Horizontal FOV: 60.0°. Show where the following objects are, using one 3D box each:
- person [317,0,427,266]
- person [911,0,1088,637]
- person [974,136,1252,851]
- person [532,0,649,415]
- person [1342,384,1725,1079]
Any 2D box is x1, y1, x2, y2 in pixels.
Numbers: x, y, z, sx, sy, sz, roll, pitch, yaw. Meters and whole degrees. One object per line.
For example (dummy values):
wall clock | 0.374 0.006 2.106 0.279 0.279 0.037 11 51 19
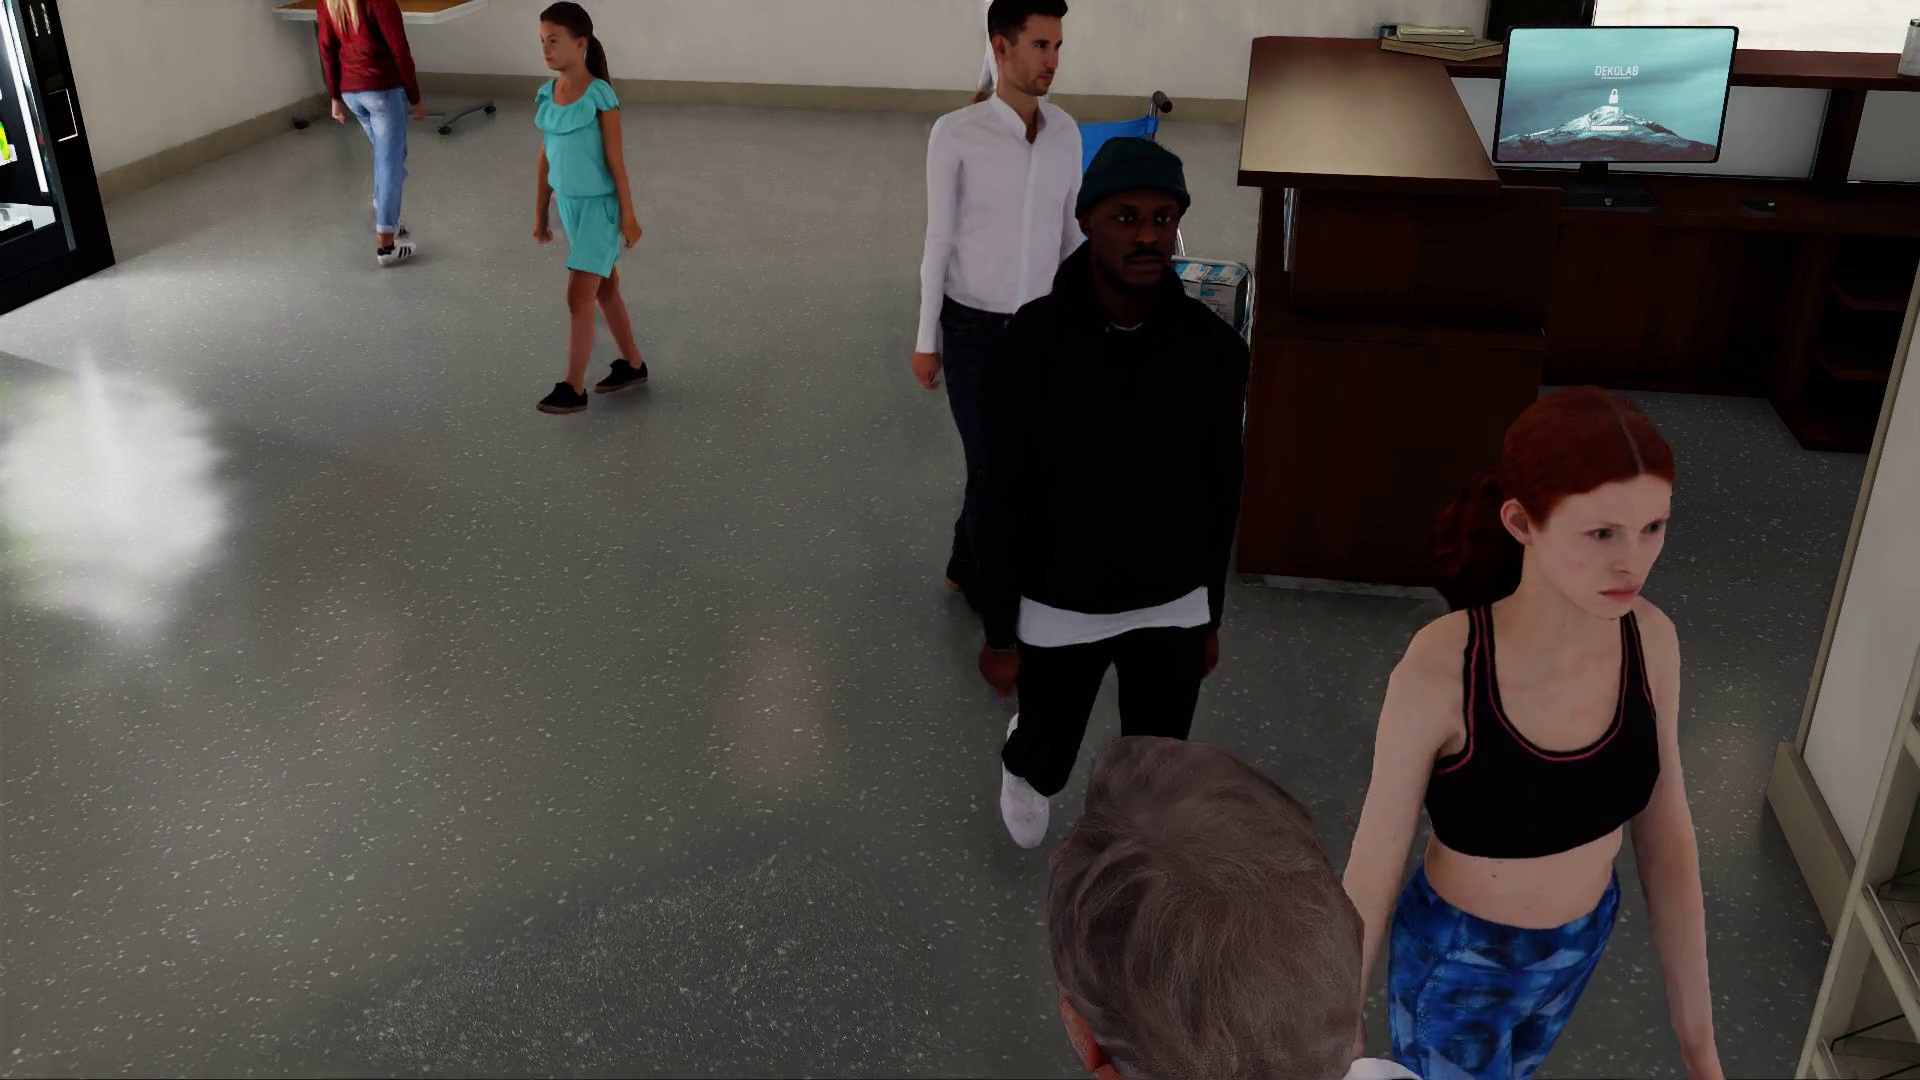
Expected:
person | -2.924 -2.156 8.184 0.687 1.618 0.738 11 28 22
person | 0.072 -0.627 4.754 1.016 1.843 1.143 -12 28 -23
person | 0.272 0.096 3.313 0.896 1.793 1.210 -3 26 -7
person | -1.385 -1.293 6.488 0.803 1.537 0.962 18 31 33
person | 0.671 0.611 2.295 0.988 1.750 1.171 -12 28 -23
